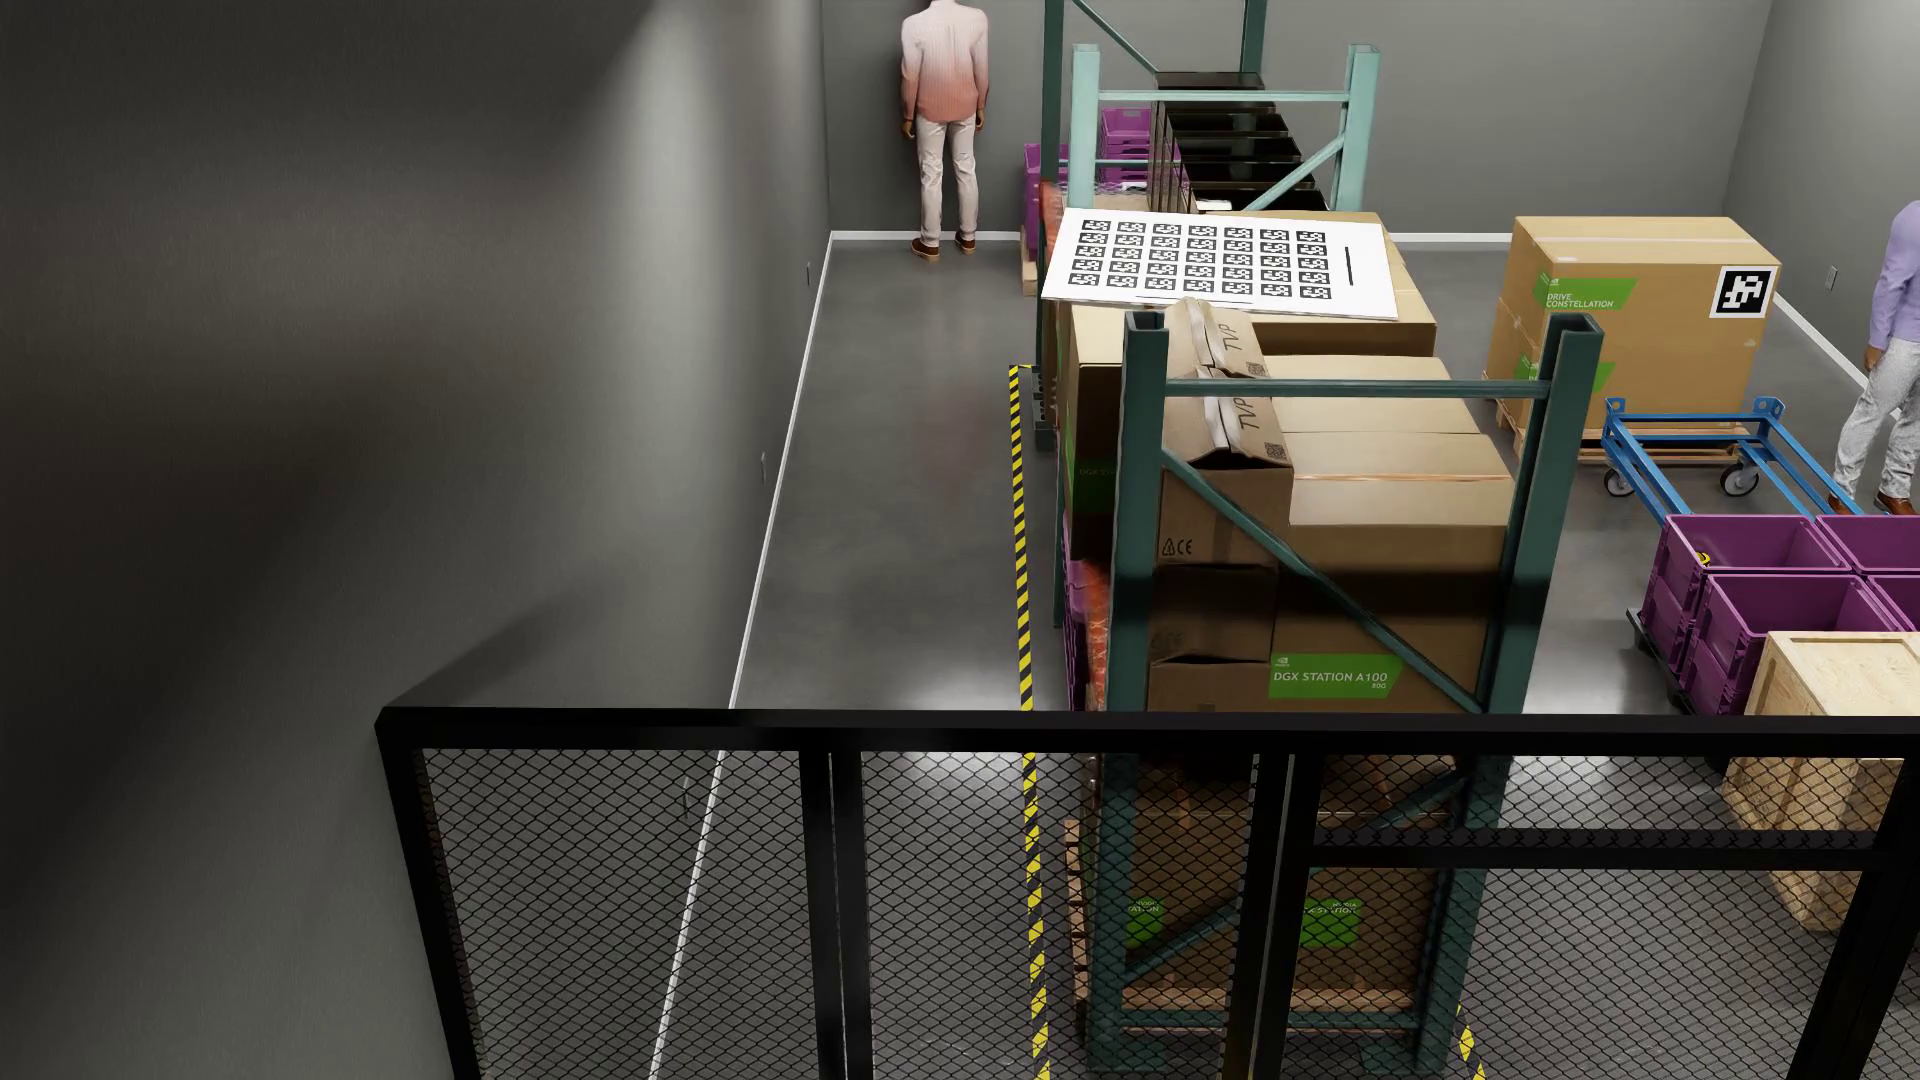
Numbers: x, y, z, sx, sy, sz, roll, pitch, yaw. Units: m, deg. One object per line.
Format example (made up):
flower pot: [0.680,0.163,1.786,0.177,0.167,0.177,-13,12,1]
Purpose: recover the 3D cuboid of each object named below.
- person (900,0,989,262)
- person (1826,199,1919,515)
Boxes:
person: [-0.104,-2.810,10.829,0.609,1.995,0.375,-13,33,-20]
person: [4.541,-0.944,7.782,0.627,1.940,0.375,0,31,0]
